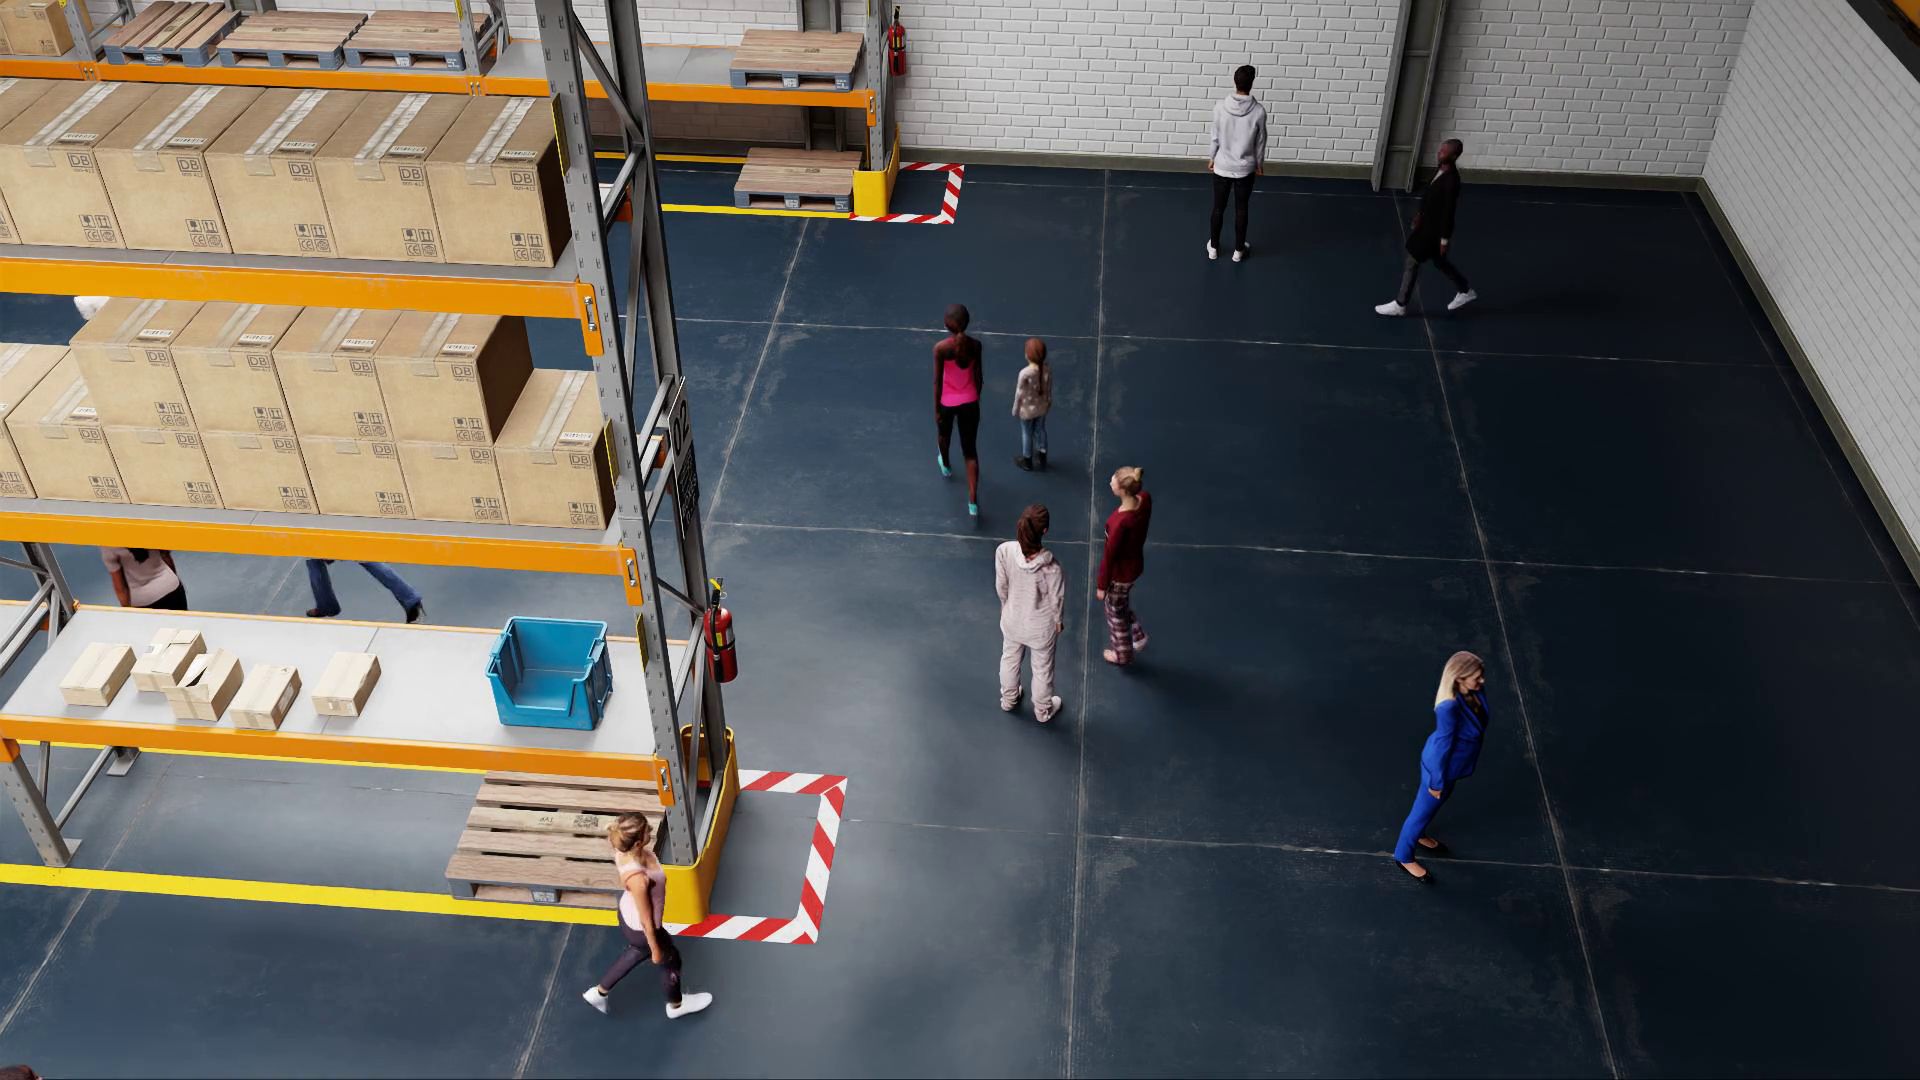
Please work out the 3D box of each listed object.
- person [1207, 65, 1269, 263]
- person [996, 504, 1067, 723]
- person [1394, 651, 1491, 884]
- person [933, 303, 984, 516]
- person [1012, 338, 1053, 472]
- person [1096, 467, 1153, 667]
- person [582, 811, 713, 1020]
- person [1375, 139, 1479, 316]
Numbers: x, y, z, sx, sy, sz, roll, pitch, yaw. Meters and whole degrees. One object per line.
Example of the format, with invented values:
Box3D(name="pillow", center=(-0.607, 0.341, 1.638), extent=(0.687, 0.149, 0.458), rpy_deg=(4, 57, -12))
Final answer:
Box3D(name="person", center=(2.605, -3.558, 15.738), extent=(0.583, 1.930, 0.778), rpy_deg=(9, 39, 11))
Box3D(name="person", center=(0.453, 0.490, 10.858), extent=(0.638, 1.693, 0.772), rpy_deg=(17, 42, 20))
Box3D(name="person", center=(2.850, 1.307, 9.830), extent=(0.695, 1.700, 0.706), rpy_deg=(21, 43, 24))
Box3D(name="person", center=(0.011, -0.963, 12.692), extent=(1.145, 1.676, 0.823), rpy_deg=(-6, 39, -7))
Box3D(name="person", center=(0.578, -1.064, 13.205), extent=(0.551, 1.192, 0.628), rpy_deg=(-20, 43, -23))
Box3D(name="person", center=(1.175, 0.206, 11.213), extent=(0.782, 1.694, 0.756), rpy_deg=(21, 43, 24))
Box3D(name="person", center=(-1.771, 2.064, 8.935), extent=(1.003, 1.633, 0.841), rpy_deg=(-14, 41, -17))
Box3D(name="person", center=(4.359, -2.779, 14.926), extent=(1.144, 1.724, 0.656), rpy_deg=(5, 39, 6))
